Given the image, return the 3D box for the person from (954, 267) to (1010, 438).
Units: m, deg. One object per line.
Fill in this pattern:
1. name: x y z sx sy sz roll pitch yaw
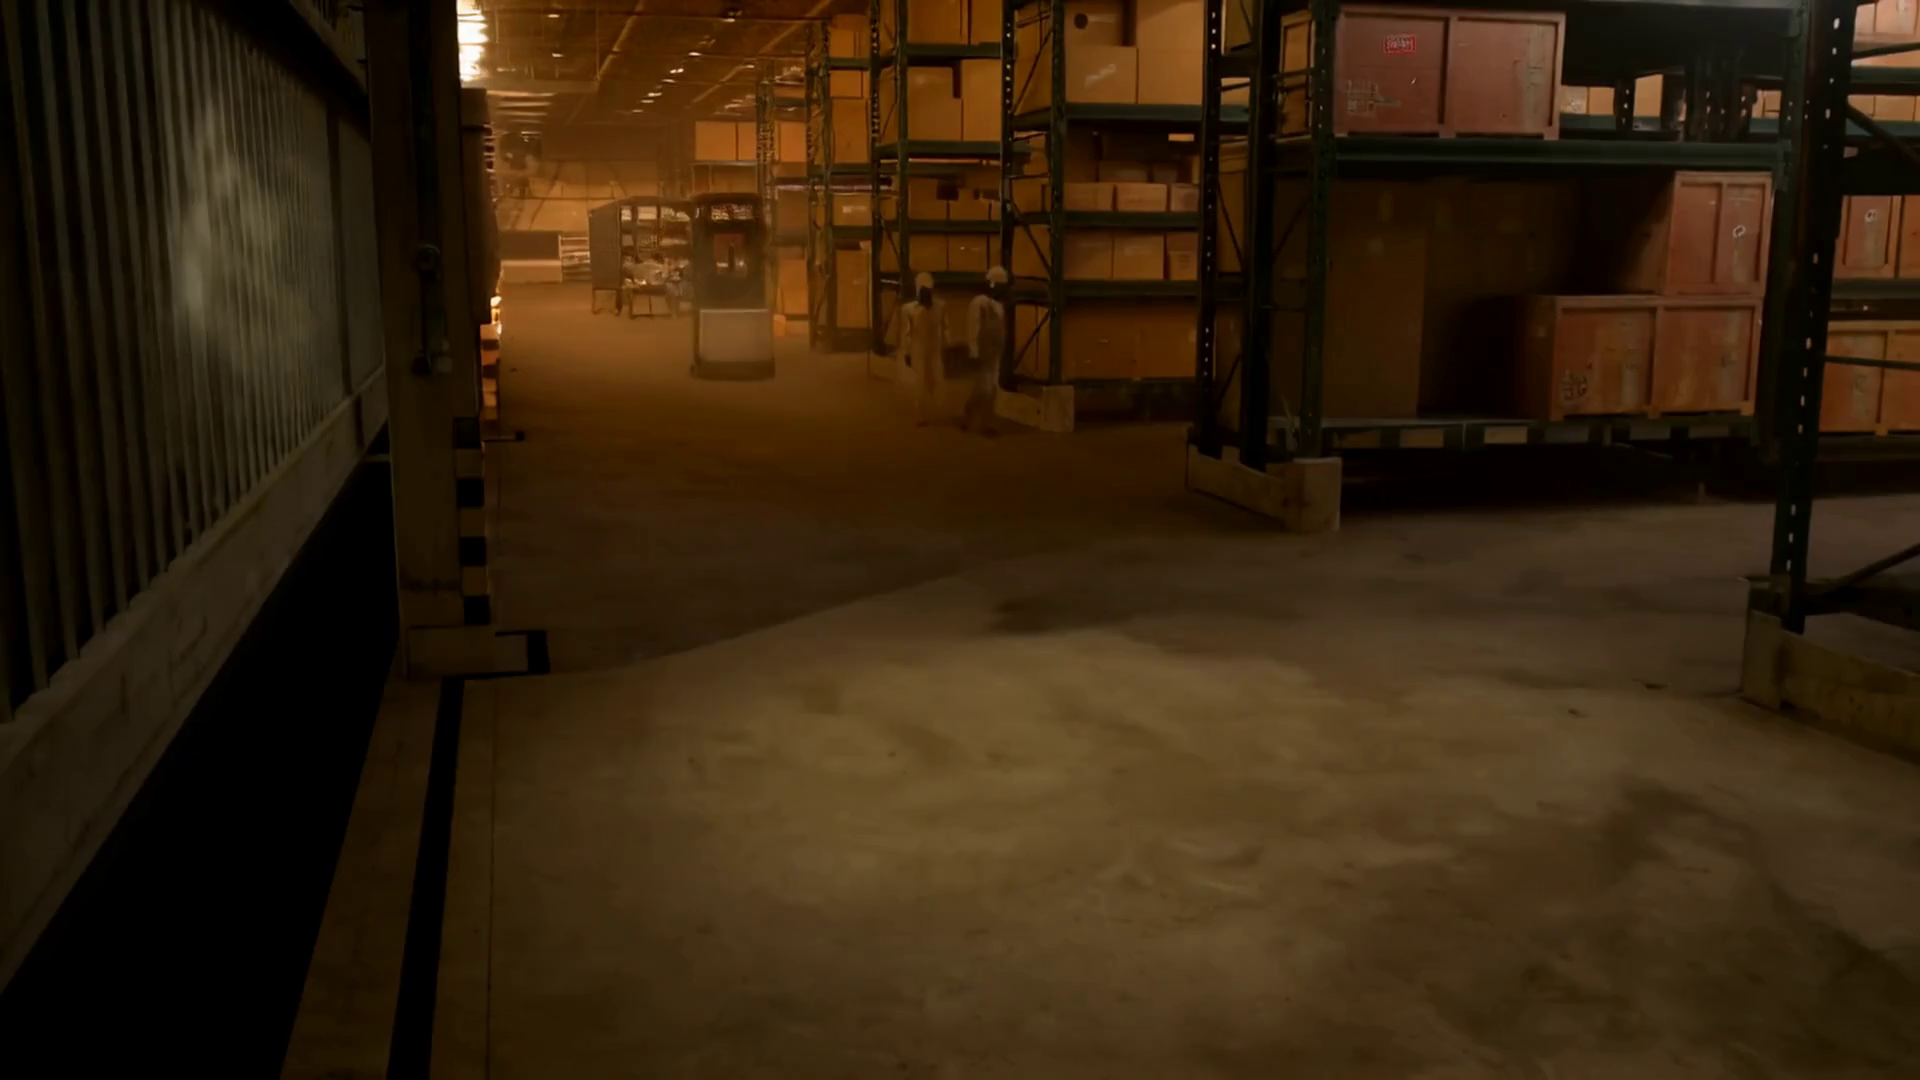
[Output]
1. person: 0.263 -1.982 17.644 0.469 1.801 0.617 8 13 37

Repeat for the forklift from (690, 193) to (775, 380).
1. forklift: -3.511 -3.909 25.506 1.129 2.768 1.873 -3 10 -15

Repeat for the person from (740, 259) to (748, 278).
1. person: -5.168 -6.066 41.001 0.493 1.720 0.661 3 10 15

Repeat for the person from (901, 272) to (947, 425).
1. person: -0.386 -2.164 18.864 0.590 1.731 0.519 -5 11 -25
